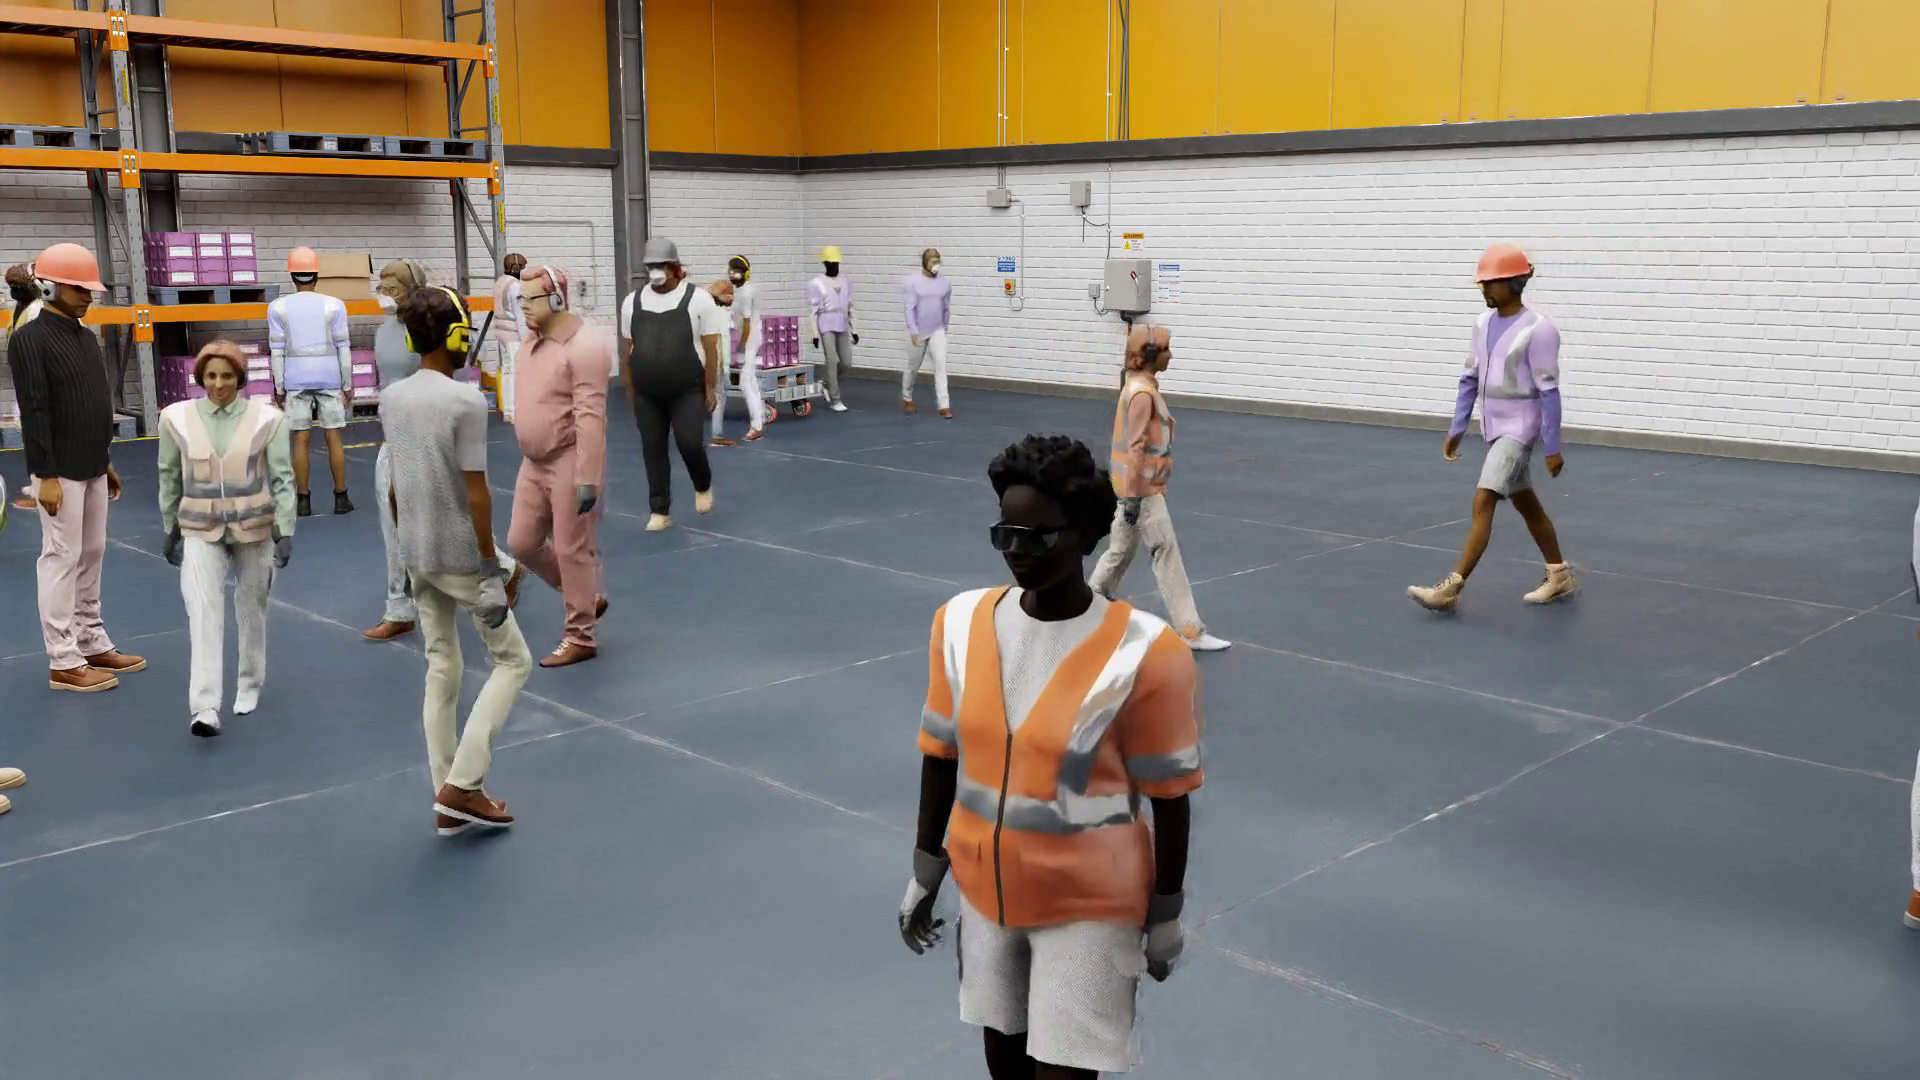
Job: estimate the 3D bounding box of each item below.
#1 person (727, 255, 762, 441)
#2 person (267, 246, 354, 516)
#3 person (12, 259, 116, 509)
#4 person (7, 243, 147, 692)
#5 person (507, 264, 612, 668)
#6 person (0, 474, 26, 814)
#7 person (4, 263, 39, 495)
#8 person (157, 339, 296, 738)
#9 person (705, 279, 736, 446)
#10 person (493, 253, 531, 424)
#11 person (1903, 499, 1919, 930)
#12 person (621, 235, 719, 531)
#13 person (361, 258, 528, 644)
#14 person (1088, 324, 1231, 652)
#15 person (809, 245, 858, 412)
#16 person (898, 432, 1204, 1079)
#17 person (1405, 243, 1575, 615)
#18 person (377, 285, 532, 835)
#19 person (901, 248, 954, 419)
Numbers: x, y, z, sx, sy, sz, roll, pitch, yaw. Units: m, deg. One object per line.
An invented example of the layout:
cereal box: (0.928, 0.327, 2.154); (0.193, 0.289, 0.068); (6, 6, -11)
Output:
person: (-2.141, -1.912, 16.570); (0.360, 1.833, 0.700); (-2, 11, -10)
person: (-4.677, -1.138, 12.020); (0.545, 1.942, 0.354); (-3, 11, -18)
person: (-6.722, -1.156, 12.364); (0.671, 1.870, 0.573); (0, 10, 1)
person: (-3.966, -0.326, 7.470); (0.392, 1.986, 0.610); (0, 10, -3)
person: (-1.888, -0.338, 7.807); (0.675, 1.888, 0.426); (9, 14, 41)
person: (-3.567, 0.050, 5.820); (0.429, 1.841, 0.633); (-4, 11, -19)
person: (-7.152, -1.249, 12.986); (0.699, 1.810, 0.494); (9, 14, 42)
person: (-2.977, -0.006, 6.763); (0.527, 1.590, 0.864); (-4, 11, -19)
person: (-2.409, -1.679, 15.857); (0.546, 1.608, 0.552); (-8, 13, -37)
person: (-4.780, -2.163, 17.925); (0.431, 1.836, 0.621); (-8, 13, -35)
person: (2.965, 0.208, 4.662); (0.398, 1.949, 0.604); (-4, 11, -19)
person: (-2.007, -1.081, 11.439); (0.689, 2.000, 0.632); (1, 10, 7)
person: (-2.656, -0.462, 8.417); (0.636, 1.919, 0.828); (9, 13, 39)
person: (0.919, -0.252, 8.137); (0.779, 1.598, 0.534); (1, 10, 3)
person: (-1.489, -2.457, 19.282); (0.606, 1.911, 0.636); (-8, 13, -37)
person: (0.144, 0.647, 2.996); (0.538, 1.685, 0.365); (8, 13, 37)
person: (2.922, -0.585, 8.925); (1.100, 1.980, 0.600); (-2, 11, -12)
person: (-1.699, 0.084, 5.582); (0.571, 1.855, 0.372); (6, 12, 31)
person: (-0.385, -2.331, 18.692); (0.621, 1.897, 1.047); (-5, 11, -24)
